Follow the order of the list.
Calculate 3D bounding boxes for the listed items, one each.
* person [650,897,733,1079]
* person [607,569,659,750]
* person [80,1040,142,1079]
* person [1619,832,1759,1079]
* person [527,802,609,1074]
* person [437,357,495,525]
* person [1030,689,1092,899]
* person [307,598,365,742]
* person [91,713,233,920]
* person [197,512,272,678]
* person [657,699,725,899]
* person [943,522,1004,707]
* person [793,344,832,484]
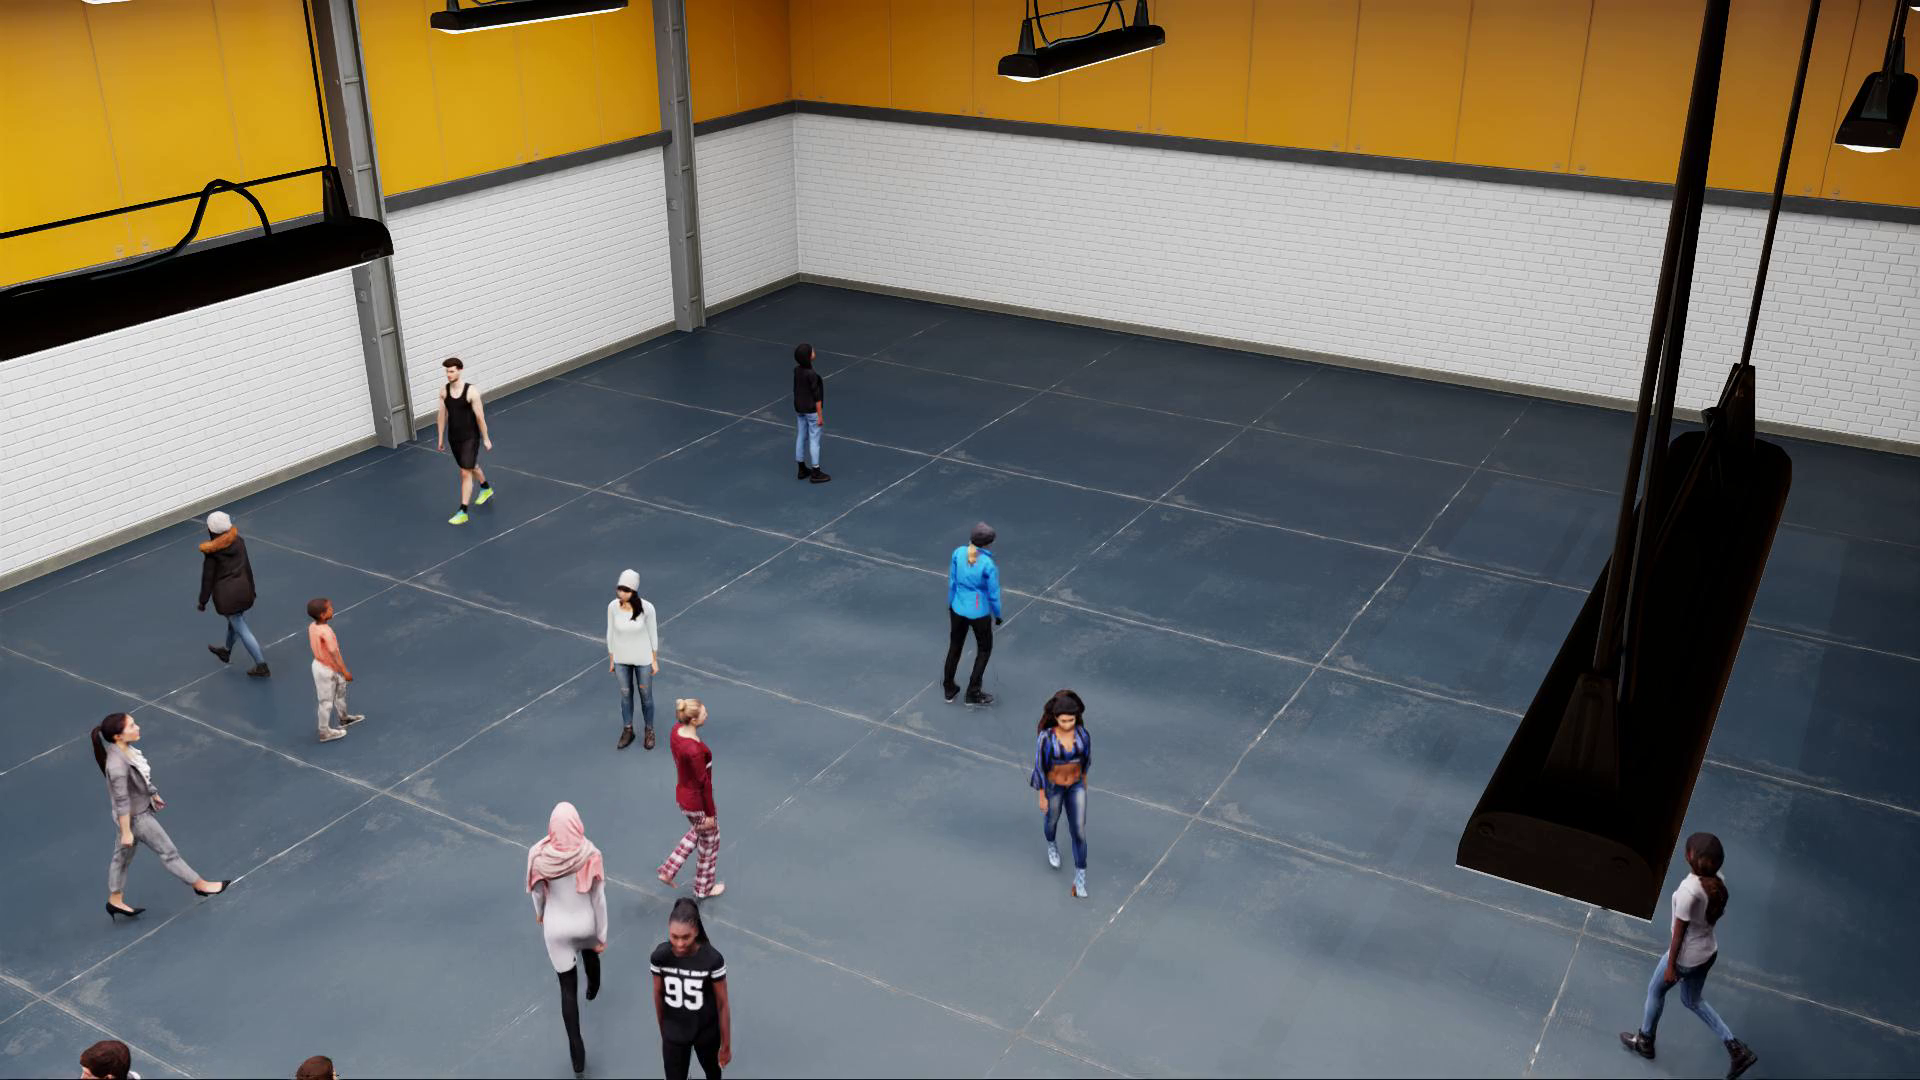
[{"bbox_3d":[-1.558,2.850,9.849,0.980,1.693,1.224,1,24,3],"label":"person"},{"bbox_3d":[-2.778,0.998,14.136,0.641,1.653,0.641,1,24,2],"label":"person"},{"bbox_3d":[-4.214,3.324,8.562,0.693,1.854,0.723,-15,28,-31],"label":"person"},{"bbox_3d":[4.633,2.634,10.346,1.058,1.691,0.931,-19,30,-37],"label":"person"},{"bbox_3d":[-2.454,2.530,10.510,1.134,1.750,1.256,-4,24,-9],"label":"person"},{"bbox_3d":[-5.580,-1.177,18.874,0.881,1.843,1.259,7,25,16],"label":"person"},{"bbox_3d":[0.739,1.812,12.358,1.024,1.585,1.120,-5,24,-10],"label":"person"},{"bbox_3d":[-5.504,1.130,14.279,0.739,1.295,0.639,-14,27,-30],"label":"person"},{"bbox_3d":[-5.977,2.010,11.847,1.170,1.631,1.022,-10,26,-22],"label":"person"},{"bbox_3d":[-6.620,0.532,15.268,0.782,1.600,0.978,9,25,19],"label":"person"},{"bbox_3d":[-1.986,1.894,12.047,0.856,1.684,0.795,-14,27,-29],"label":"person"},{"bbox_3d":[0.110,0.674,14.716,0.703,1.782,0.620,9,25,20],"label":"person"},{"bbox_3d":[-1.811,-1.519,19.834,0.612,1.701,0.597,20,30,38],"label":"person"}]
